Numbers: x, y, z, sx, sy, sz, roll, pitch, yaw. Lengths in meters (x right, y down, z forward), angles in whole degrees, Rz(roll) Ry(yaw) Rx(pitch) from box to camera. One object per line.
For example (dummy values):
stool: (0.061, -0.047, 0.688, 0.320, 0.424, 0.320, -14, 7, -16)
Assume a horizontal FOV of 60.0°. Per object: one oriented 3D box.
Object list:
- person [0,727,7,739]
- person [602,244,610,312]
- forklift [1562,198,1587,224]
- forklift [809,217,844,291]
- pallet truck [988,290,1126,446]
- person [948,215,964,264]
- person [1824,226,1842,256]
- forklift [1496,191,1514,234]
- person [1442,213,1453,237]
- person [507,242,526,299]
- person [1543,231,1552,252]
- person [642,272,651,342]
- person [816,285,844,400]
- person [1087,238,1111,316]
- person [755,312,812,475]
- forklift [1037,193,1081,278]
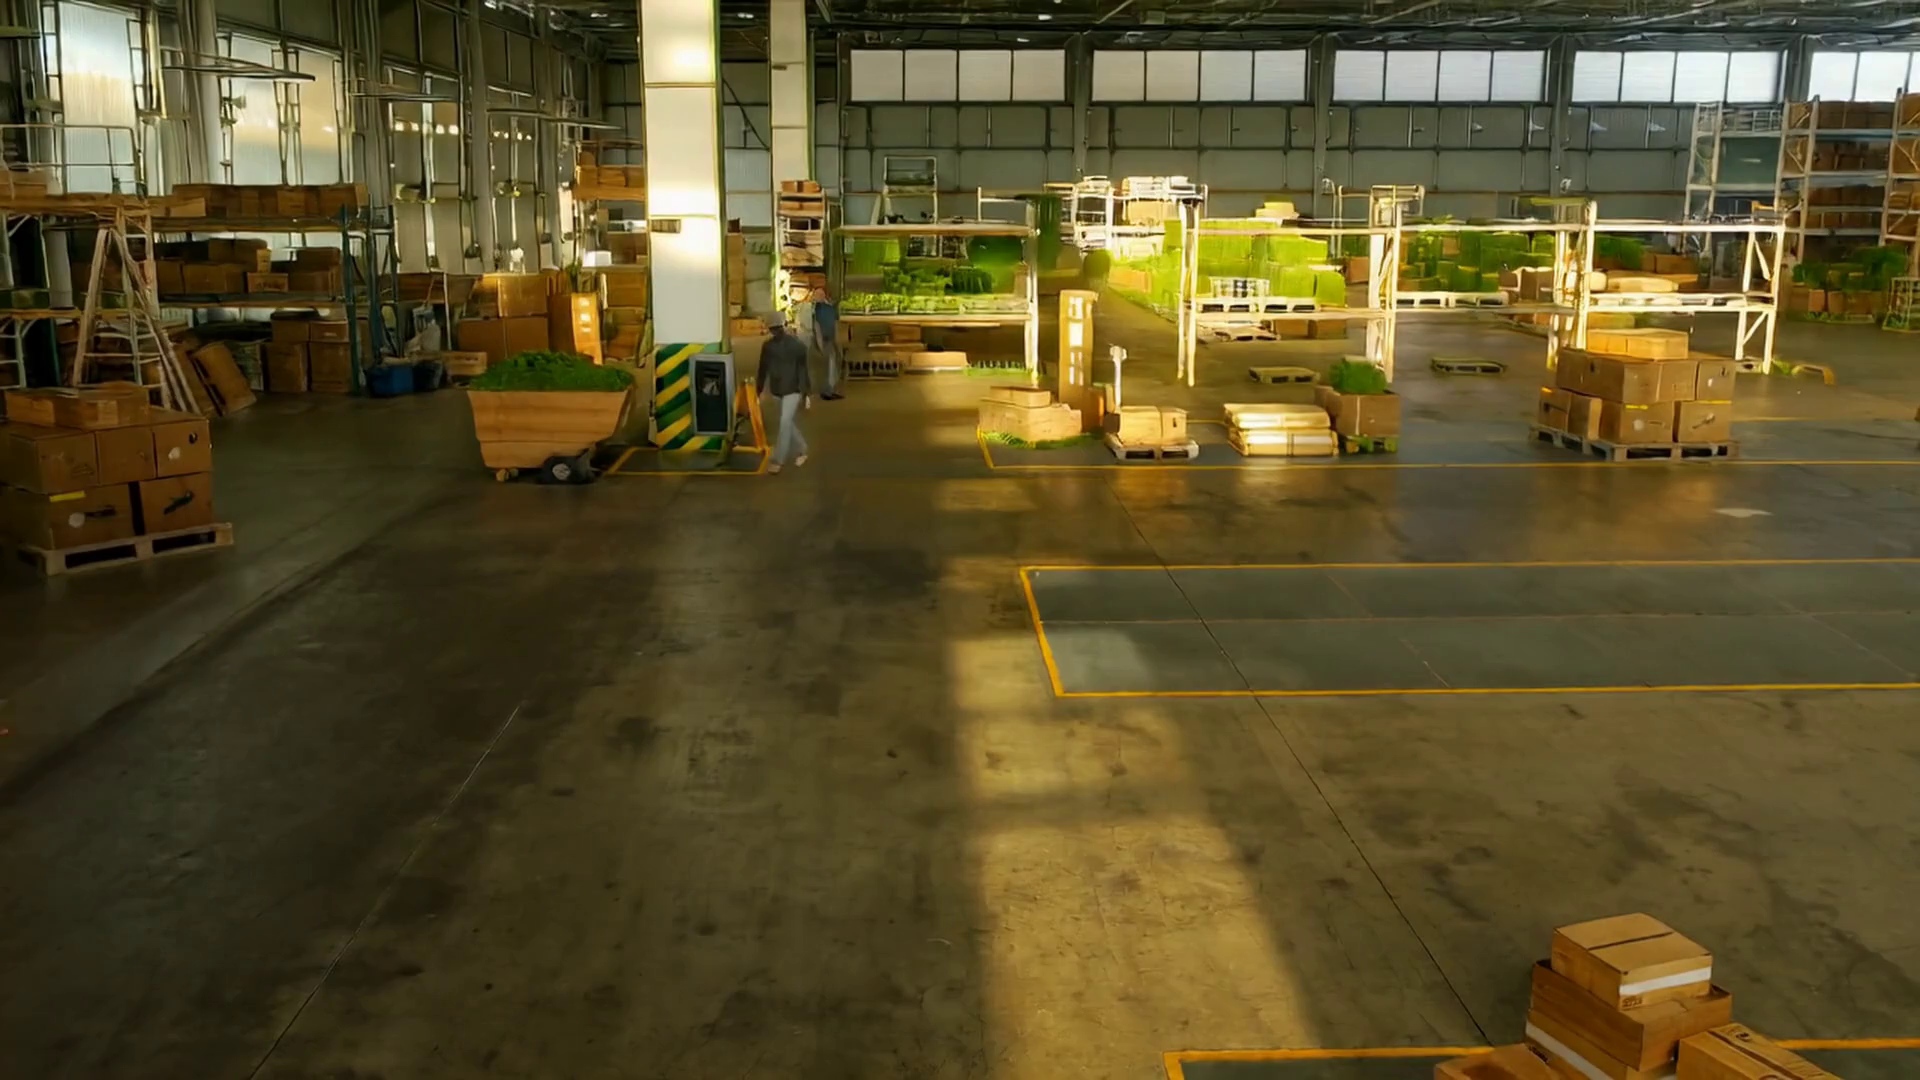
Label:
person: (-6.332, 0.486, 10.010, 0.620, 1.803, 0.888, 11, 16, 39)
person: (-8.916, -6.795, 42.774, 0.584, 1.851, 0.955, 3, 13, 15)
forklift: (17.204, -8.212, 46.797, 1.873, 2.768, 1.129, 0, 12, -2)
forklift: (-4.375, -8.619, 48.637, 1.873, 2.768, 1.129, 0, 12, -2)
pallet truck: (1.257, -2.299, 22.111, 1.885, 1.965, 0.823, -9, 15, -35)
person: (-0.123, -11.744, 64.961, 0.728, 1.907, 0.585, -7, 14, -29)
person: (27.563, -9.018, 52.755, 0.976, 1.852, 0.676, -5, 13, -21)
forklift: (20.544, -11.778, 62.898, 1.873, 2.768, 1.129, 0, 12, -2)
person: (19.214, -11.834, 65.307, 0.636, 1.938, 0.357, -1, 12, -2)
person: (-12.608, -7.680, 47.322, 0.524, 1.597, 0.856, -3, 13, -13)
person: (17.367, -8.208, 48.798, 0.611, 1.995, 0.380, -1, 12, -2)
person: (-6.403, -5.047, 34.895, 0.524, 1.834, 0.613, -8, 15, -32)
person: (-2.100, -3.084, 26.049, 0.544, 1.820, 0.556, 8, 15, 32)
person: (3.452, -6.547, 41.462, 0.649, 1.919, 0.446, -5, 13, -20)
person: (-2.096, -1.765, 19.901, 0.607, 1.926, 1.105, 7, 14, 29)
forklift: (3.084, -10.312, 56.278, 1.873, 2.768, 1.129, -7, 14, -28)
